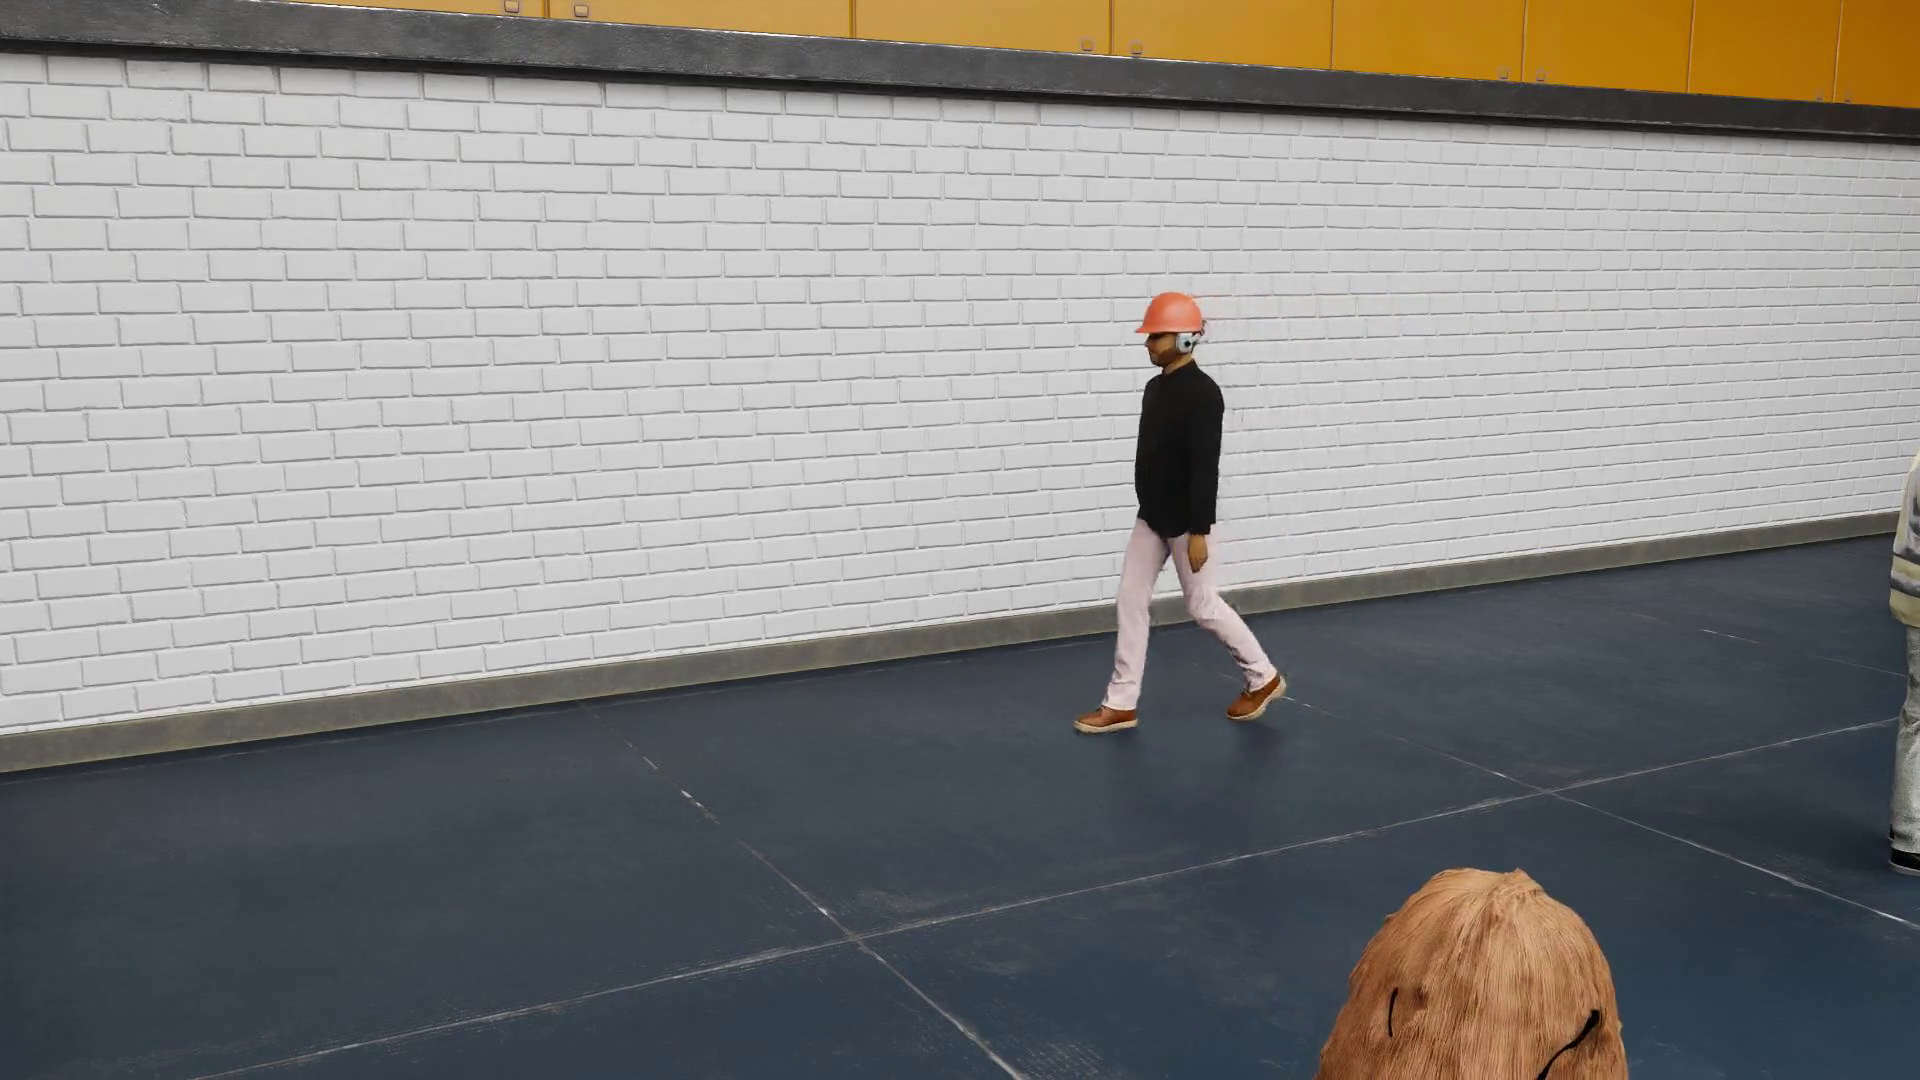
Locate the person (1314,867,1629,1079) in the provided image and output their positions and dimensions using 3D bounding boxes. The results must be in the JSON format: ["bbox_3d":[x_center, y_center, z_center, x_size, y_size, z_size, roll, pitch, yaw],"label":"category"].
[{"bbox_3d":[0.405,1.074,1.432,0.507,1.631,0.268,8,12,37],"label":"person"}]

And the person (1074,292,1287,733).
[{"bbox_3d":[1.020,-0.117,7.366,0.963,1.962,0.624,-4,11,-21],"label":"person"}]

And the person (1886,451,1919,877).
[{"bbox_3d":[3.384,0.246,5.652,0.403,1.827,0.588,6,12,31],"label":"person"}]
